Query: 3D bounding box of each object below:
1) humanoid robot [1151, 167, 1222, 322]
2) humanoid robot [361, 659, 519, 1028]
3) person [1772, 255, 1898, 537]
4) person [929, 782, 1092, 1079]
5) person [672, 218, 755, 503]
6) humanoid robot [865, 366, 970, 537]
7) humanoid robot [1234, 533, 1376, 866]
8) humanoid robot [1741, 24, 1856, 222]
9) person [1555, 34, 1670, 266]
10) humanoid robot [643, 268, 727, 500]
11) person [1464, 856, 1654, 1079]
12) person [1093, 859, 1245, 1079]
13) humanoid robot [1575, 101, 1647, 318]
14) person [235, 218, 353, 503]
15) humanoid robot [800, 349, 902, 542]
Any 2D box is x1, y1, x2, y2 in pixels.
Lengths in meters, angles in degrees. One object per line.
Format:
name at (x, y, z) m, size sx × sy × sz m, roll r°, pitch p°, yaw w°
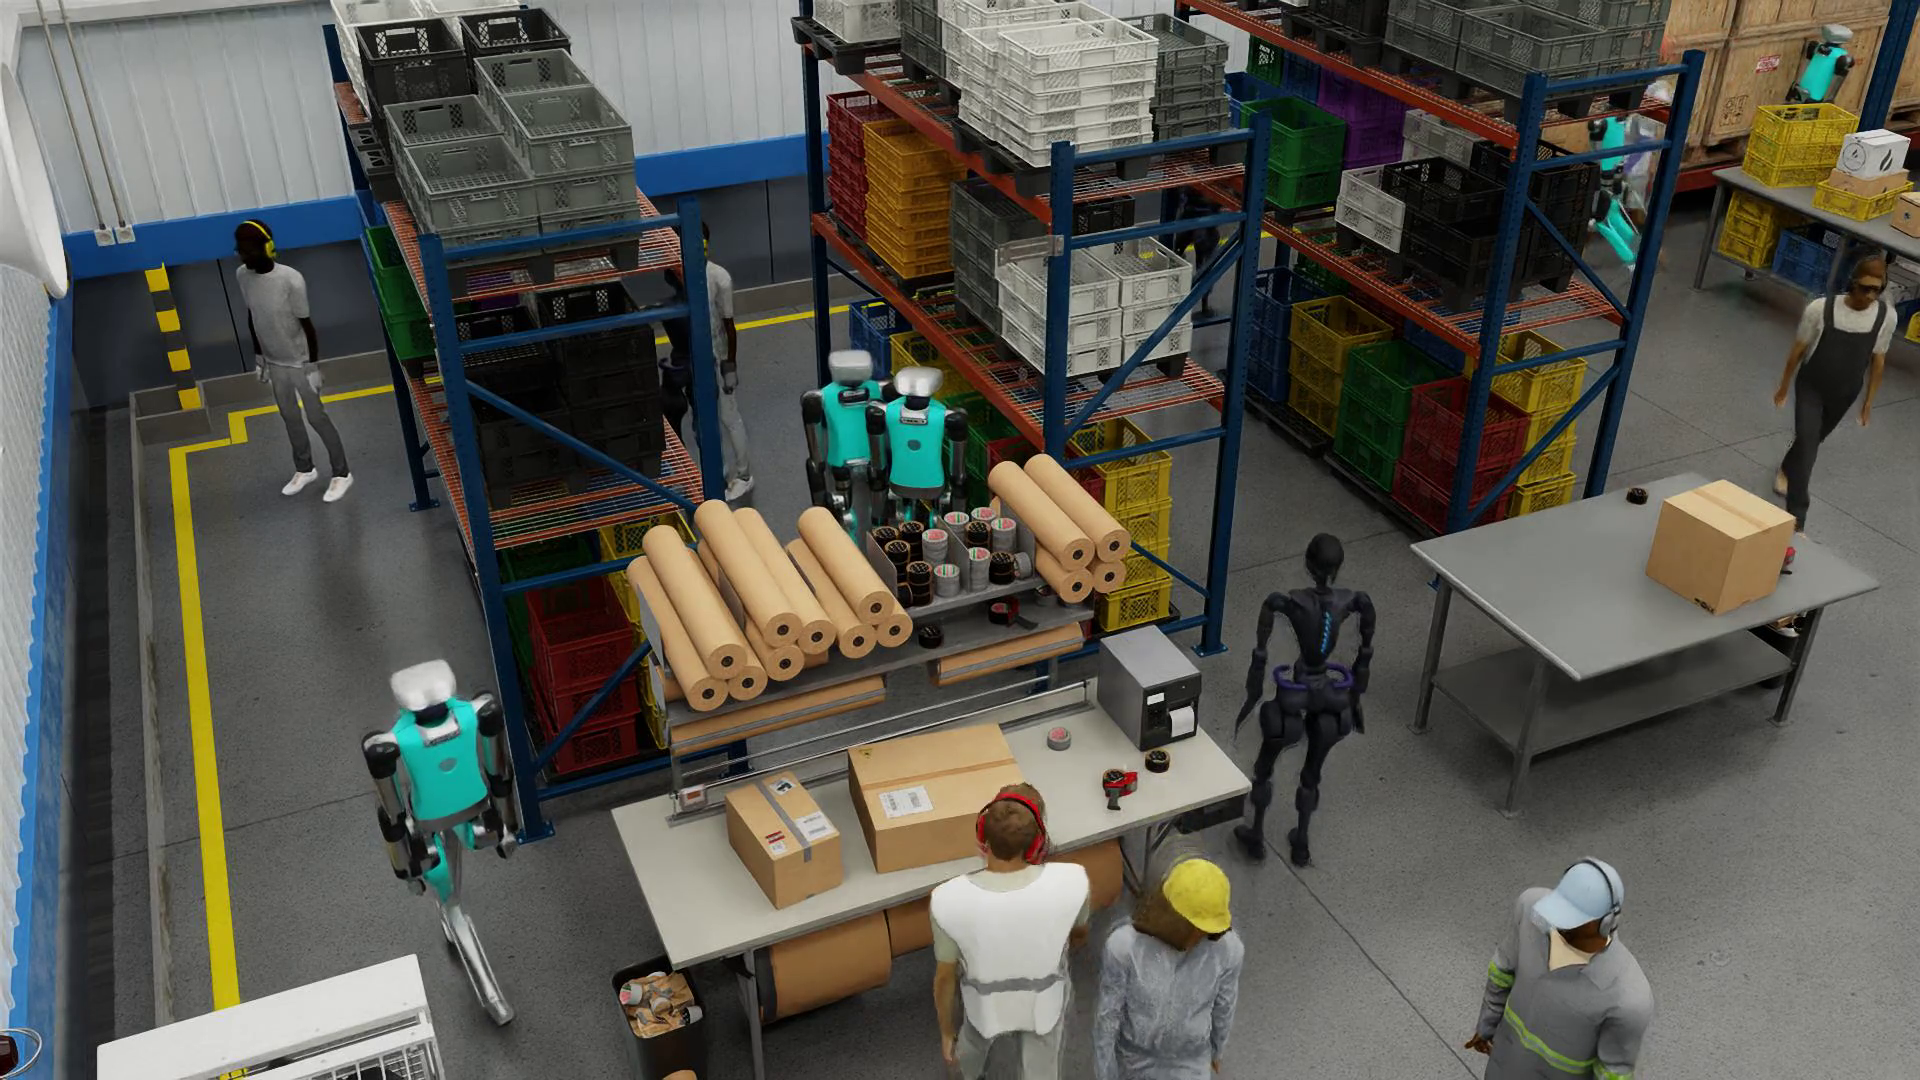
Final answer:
humanoid robot at (1.744, -2.385, 12.516) m, size 0.626 × 1.638 × 0.599 m, roll -16°, pitch 35°, yaw -24°
humanoid robot at (-2.116, 1.128, 6.761) m, size 0.538 × 1.738 × 1.050 m, roll -20°, pitch 37°, yaw -29°
person at (5.216, -0.924, 10.022) m, size 0.514 × 1.796 × 0.988 m, roll 6°, pitch 32°, yaw 10°
person at (0.173, 1.585, 5.962) m, size 0.556 × 1.768 × 1.012 m, roll -1°, pitch 32°, yaw -1°
person at (-1.548, -1.119, 10.277) m, size 0.506 × 1.860 × 0.332 m, roll 25°, pitch 40°, yaw 35°
humanoid robot at (-0.185, -0.244, 8.839) m, size 0.533 × 1.677 × 0.735 m, roll 4°, pitch 32°, yaw 7°
humanoid robot at (1.549, 0.726, 7.452) m, size 0.589 × 1.633 × 0.384 m, roll -3°, pitch 32°, yaw -4°
humanoid robot at (7.036, -3.479, 14.286) m, size 0.803 × 1.830 × 0.540 m, roll -5°, pitch 32°, yaw -7°
person at (5.338, -3.042, 13.284) m, size 0.998 × 1.997 × 0.605 m, roll -10°, pitch 33°, yaw -16°
humanoid robot at (-1.706, -0.972, 10.209) m, size 0.584 × 1.652 × 0.328 m, roll -22°, pitch 38°, yaw -32°
person at (1.940, 1.776, 5.576) m, size 0.374 × 1.853 × 0.589 m, roll -15°, pitch 34°, yaw -22°
person at (0.703, 1.748, 5.765) m, size 0.492 × 1.700 × 0.810 m, roll 2°, pitch 32°, yaw 3°
humanoid robot at (5.037, -2.523, 12.627) m, size 0.737 × 1.745 × 0.536 m, roll 24°, pitch 39°, yaw 34°
person at (-4.134, -1.099, 10.245) m, size 0.502 × 1.858 × 0.339 m, roll 11°, pitch 33°, yaw 18°
humanoid robot at (-0.472, -0.052, 8.667) m, size 0.531 × 1.767 × 0.819 m, roll -10°, pitch 33°, yaw -16°
